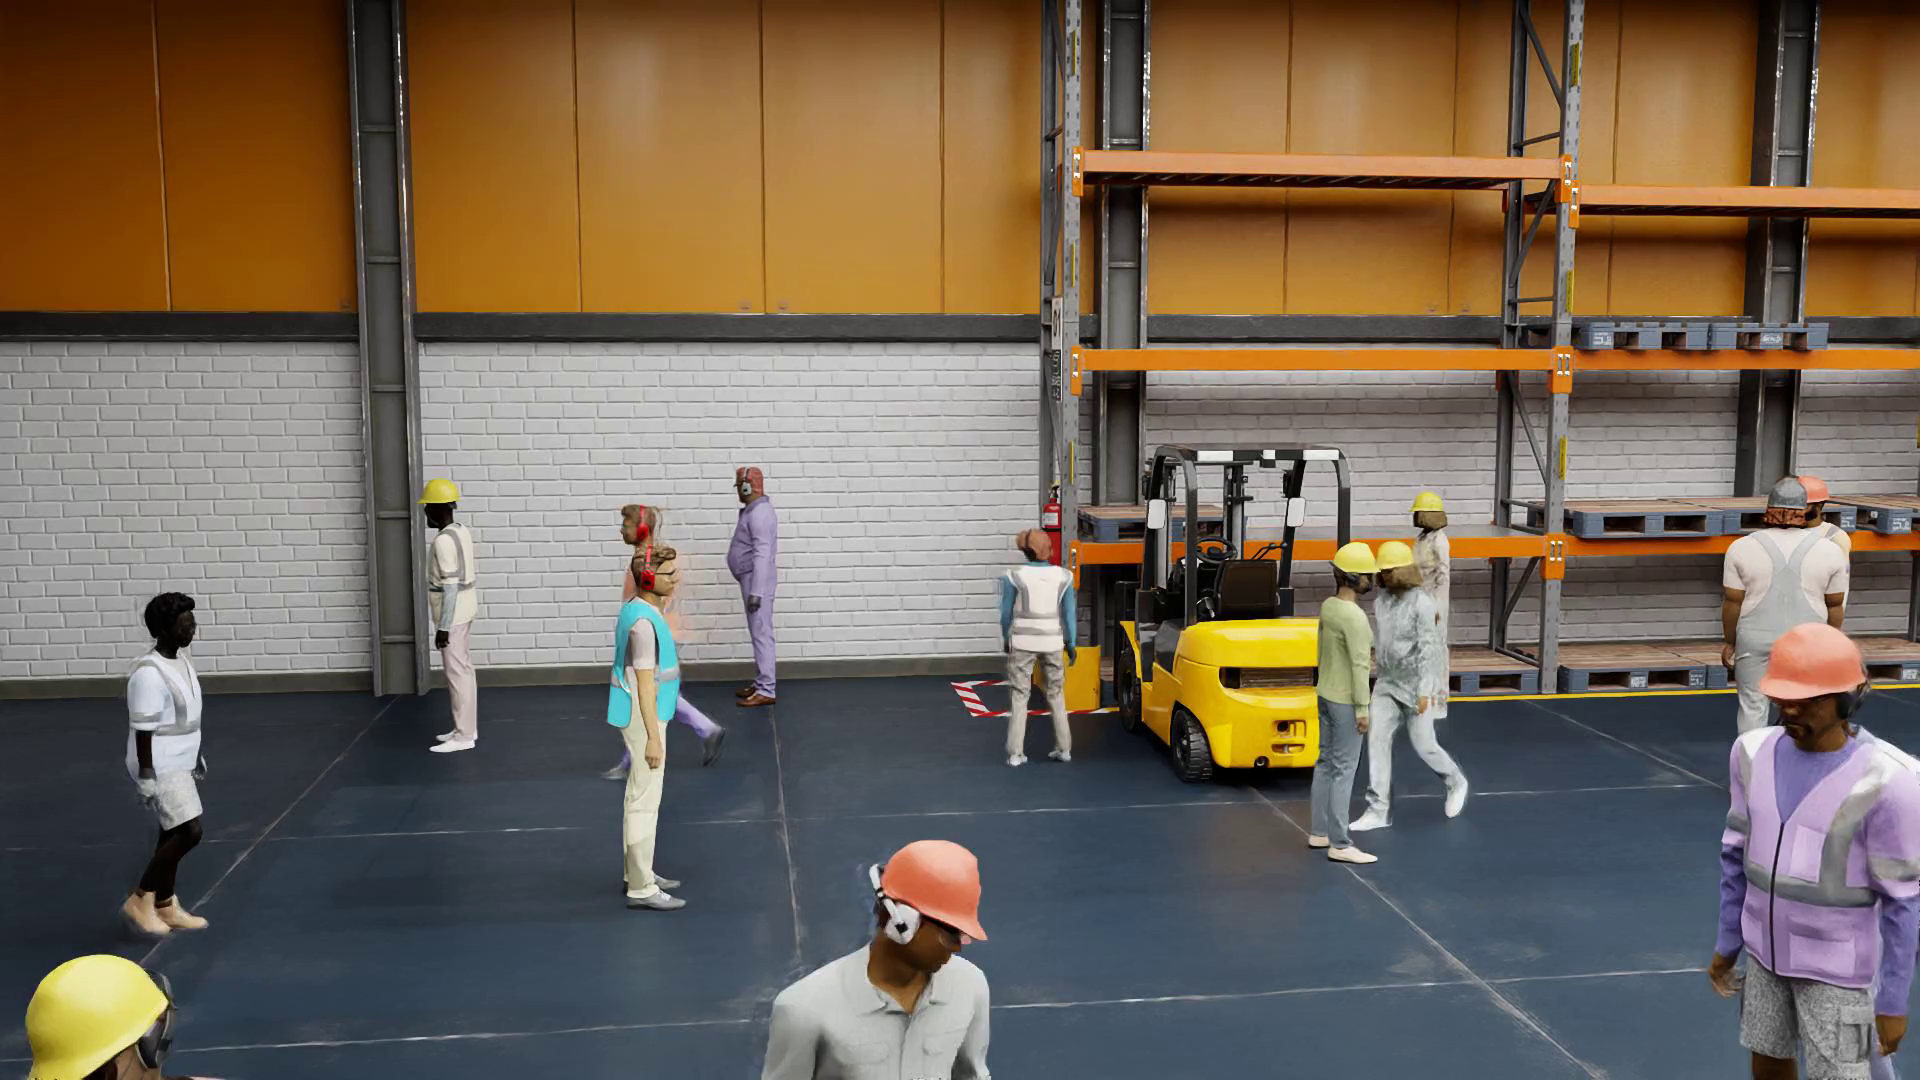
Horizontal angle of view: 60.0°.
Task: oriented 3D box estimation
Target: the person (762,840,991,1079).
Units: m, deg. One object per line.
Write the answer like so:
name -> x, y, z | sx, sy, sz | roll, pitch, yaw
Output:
person -> -0.224, 1.530, 3.872 | 0.661, 1.705, 0.445 | -3, 7, -27

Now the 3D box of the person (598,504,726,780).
person -> -1.968, 0.663, 10.936 | 0.760, 1.828, 0.559 | -1, 7, -7

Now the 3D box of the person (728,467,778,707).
person -> -1.645, 0.366, 13.224 | 0.399, 1.903, 0.643 | -1, 7, -6

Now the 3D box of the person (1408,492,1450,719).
person -> 3.574, 0.499, 12.740 | 0.317, 1.743, 0.488 | -1, 7, -6

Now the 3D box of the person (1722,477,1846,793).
person -> 5.108, 0.621, 10.381 | 0.684, 2.000, 0.535 | 2, 7, 21

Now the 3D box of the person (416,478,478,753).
person -> -3.594, 0.529, 11.686 | 0.388, 1.926, 0.590 | -1, 7, -6

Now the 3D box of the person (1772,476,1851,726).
person -> 6.010, 0.507, 11.838 | 0.376, 1.933, 0.551 | -3, 7, -26

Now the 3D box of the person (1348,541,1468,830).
person -> 2.674, 0.848, 9.830 | 0.779, 1.712, 0.521 | -4, 8, -32

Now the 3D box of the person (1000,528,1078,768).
person -> 0.538, 0.728, 11.257 | 0.527, 1.623, 0.377 | -2, 7, -17

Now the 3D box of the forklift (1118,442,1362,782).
forklift -> 1.912, 0.418, 11.496 | 1.214, 2.155, 2.313 | -1, 7, -8

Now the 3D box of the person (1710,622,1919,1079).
person -> 2.522, 1.245, 4.981 | 0.417, 2.028, 0.612 | -3, 7, -23

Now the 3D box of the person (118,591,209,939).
person -> -3.773, 1.079, 7.944 | 0.361, 1.684, 0.532 | -1, 7, -10

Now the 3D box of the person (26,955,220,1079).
person -> -1.478, 1.593, 3.176 | 0.697, 1.746, 0.396 | -5, 8, -35

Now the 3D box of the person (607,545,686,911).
person -> -1.602, 0.939, 8.441 | 0.374, 1.843, 0.569 | -1, 7, -13

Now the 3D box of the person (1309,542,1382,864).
person -> 2.150, 0.890, 9.221 | 0.326, 1.767, 0.533 | -1, 7, -9
